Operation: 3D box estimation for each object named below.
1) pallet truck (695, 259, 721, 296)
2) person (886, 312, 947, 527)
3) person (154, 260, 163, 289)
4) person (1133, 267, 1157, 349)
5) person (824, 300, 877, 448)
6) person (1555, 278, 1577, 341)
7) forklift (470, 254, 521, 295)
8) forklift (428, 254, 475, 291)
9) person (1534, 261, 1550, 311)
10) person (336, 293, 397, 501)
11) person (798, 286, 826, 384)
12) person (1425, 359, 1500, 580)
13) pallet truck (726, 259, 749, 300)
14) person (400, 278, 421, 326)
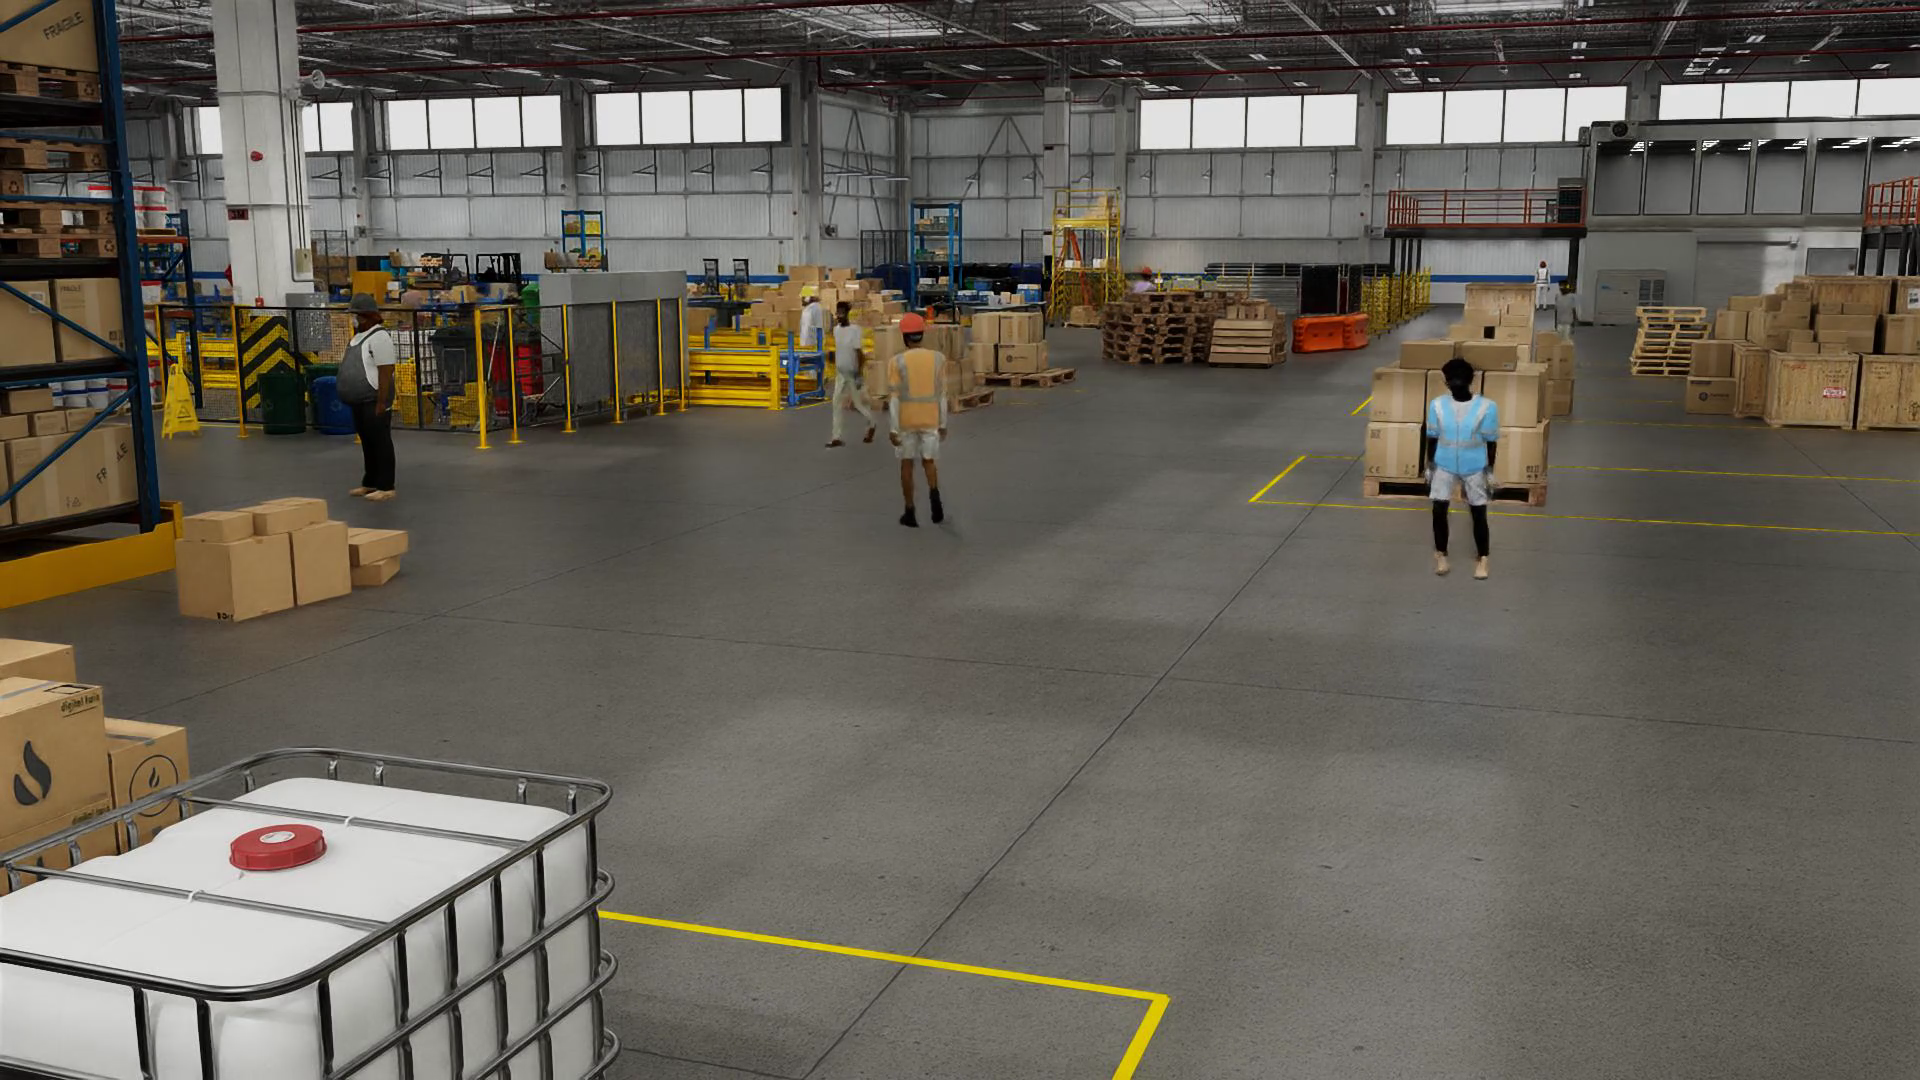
[{"bbox_3d":[-9.165,-9.627,62.776,0.823,1.965,1.885,4,11,23],"label":"pallet truck"},{"bbox_3d":[-0.367,-1.047,14.677,0.562,1.918,0.554,-3,11,-18],"label":"person"},{"bbox_3d":[-33.892,-10.905,70.398,0.381,1.844,0.566,0,10,2],"label":"person"},{"bbox_3d":[4.306,-5.318,38.552,0.631,1.990,1.070,9,13,41],"label":"person"},{"bbox_3d":[-1.345,-2.075,20.716,0.527,1.838,0.881,7,12,36],"label":"person"},{"bbox_3d":[11.985,-4.260,32.956,0.434,1.849,0.538,-8,13,-37],"label":"person"},{"bbox_3d":[-17.990,-10.121,64.684,1.157,1.987,2.680,3,11,17],"label":"forklift"},{"bbox_3d":[-20.133,-10.254,65.465,1.157,1.987,2.680,3,11,19],"label":"forklift"},{"bbox_3d":[22.064,-9.616,63.033,0.576,1.885,0.355,3,11,18],"label":"person"},{"bbox_3d":[-5.840,-1.405,16.350,0.538,2.000,0.688,-8,13,-39],"label":"person"},{"bbox_3d":[-2.535,-3.363,28.002,0.429,1.812,0.614,3,11,19],"label":"person"},{"bbox_3d":[3.739,-0.521,12.418,0.545,1.663,0.446,5,11,28],"label":"person"},{"bbox_3d":[-7.986,-9.493,62.019,0.823,1.965,1.885,3,11,17],"label":"pallet truck"},{"bbox_3d":[-12.921,-5.305,39.225,0.527,1.724,0.712,-9,13,-40],"label":"person"}]
